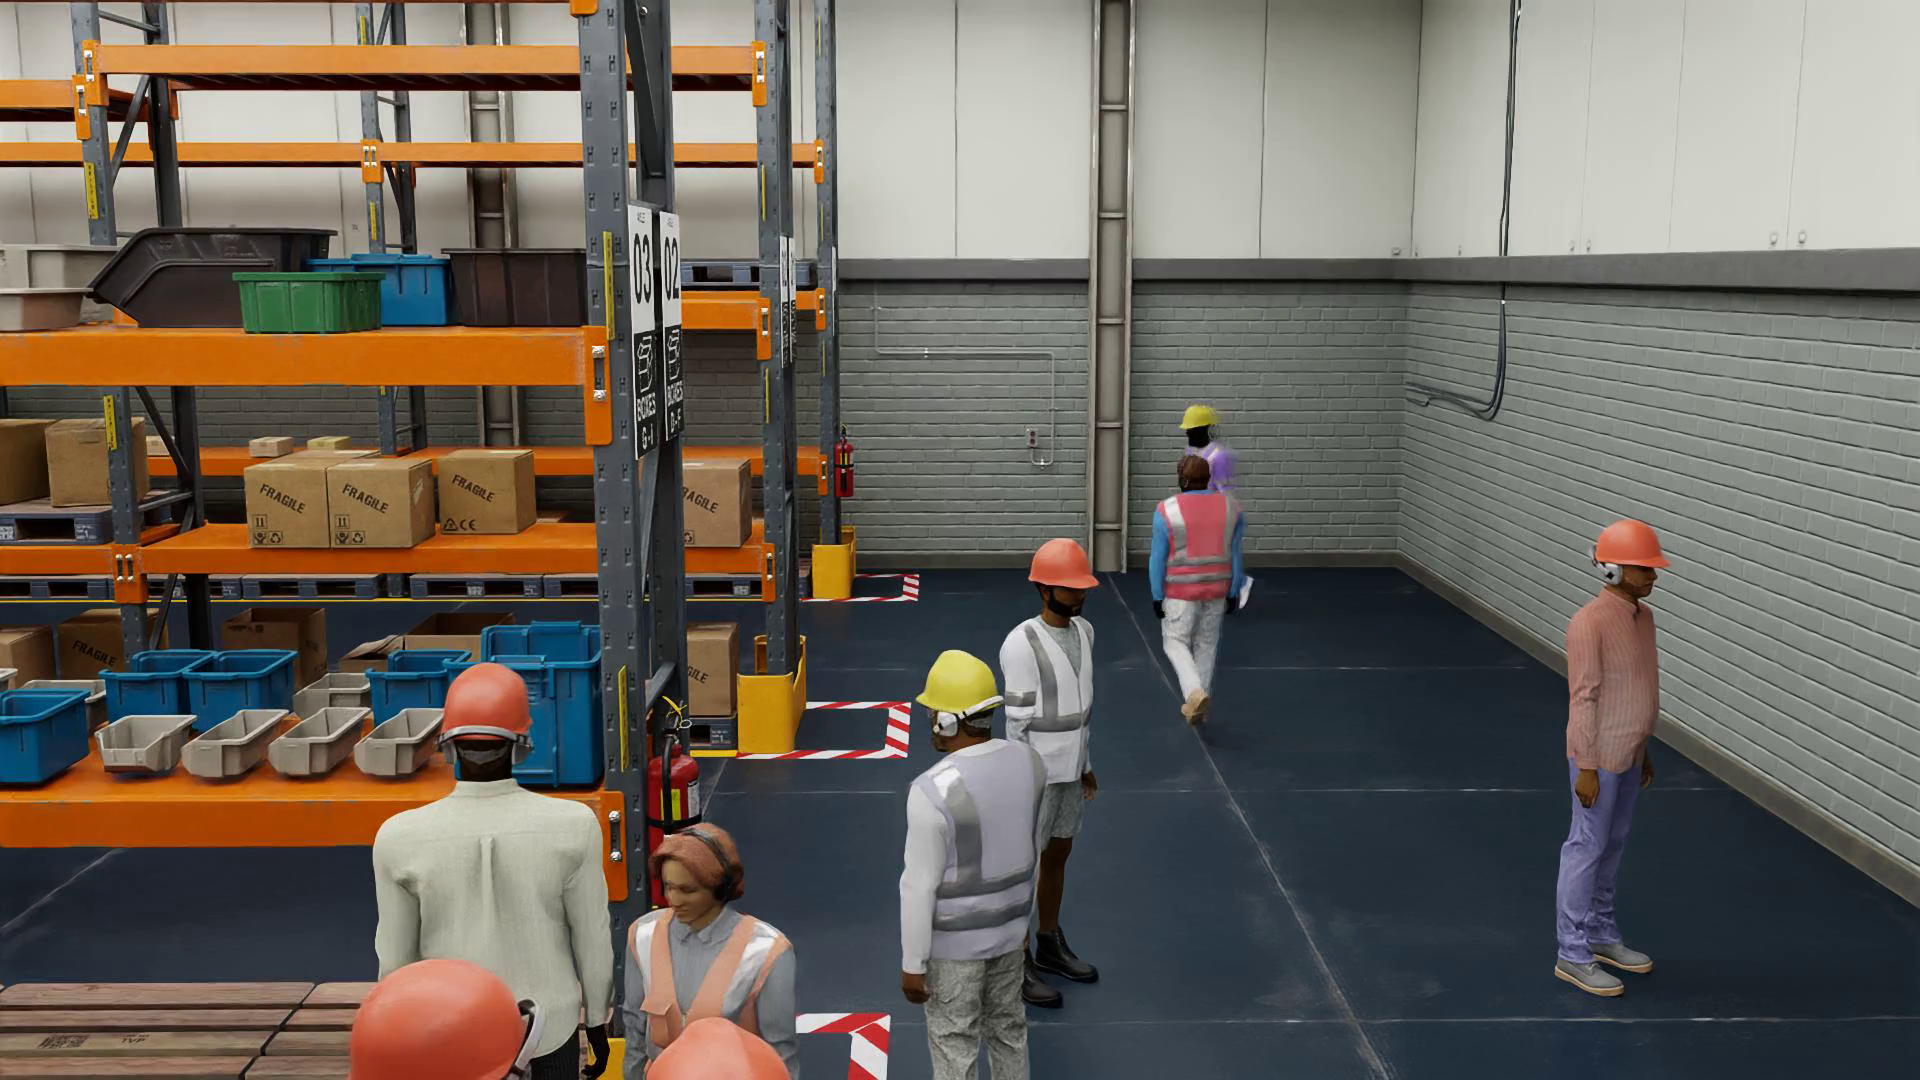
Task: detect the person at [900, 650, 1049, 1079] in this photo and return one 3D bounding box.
[{"bbox_3d":[0.027,1.256,5.398,0.403,1.827,0.598,9,13,43],"label":"person"}]

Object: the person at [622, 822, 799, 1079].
[{"bbox_3d":[-0.644,1.522,4.349,0.524,1.631,0.319,4,10,24],"label":"person"}]

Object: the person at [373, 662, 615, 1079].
[{"bbox_3d":[-1.246,1.313,4.513,0.613,1.994,0.382,-2,10,-15],"label":"person"}]

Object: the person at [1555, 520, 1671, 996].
[{"bbox_3d":[2.763,0.900,7.048,0.375,1.995,0.611,9,13,43],"label":"person"}]

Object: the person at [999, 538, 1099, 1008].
[{"bbox_3d":[0.401,0.947,6.934,0.377,1.938,0.547,7,12,38],"label":"person"}]

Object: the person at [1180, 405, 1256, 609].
[{"bbox_3d":[2.222,-0.241,14.368,0.756,1.890,0.620,-3,10,-19],"label":"person"}]

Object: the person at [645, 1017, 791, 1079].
[{"bbox_3d":[-0.350,1.664,2.538,0.553,1.935,0.362,-7,12,-38],"label":"person"}]

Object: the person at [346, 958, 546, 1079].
[{"bbox_3d":[-0.765,1.615,2.690,0.393,1.986,0.611,-3,10,-20],"label":"person"}]

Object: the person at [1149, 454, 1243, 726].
[{"bbox_3d":[1.572,0.352,10.950,0.639,1.828,0.633,-2,10,-13],"label":"person"}]
